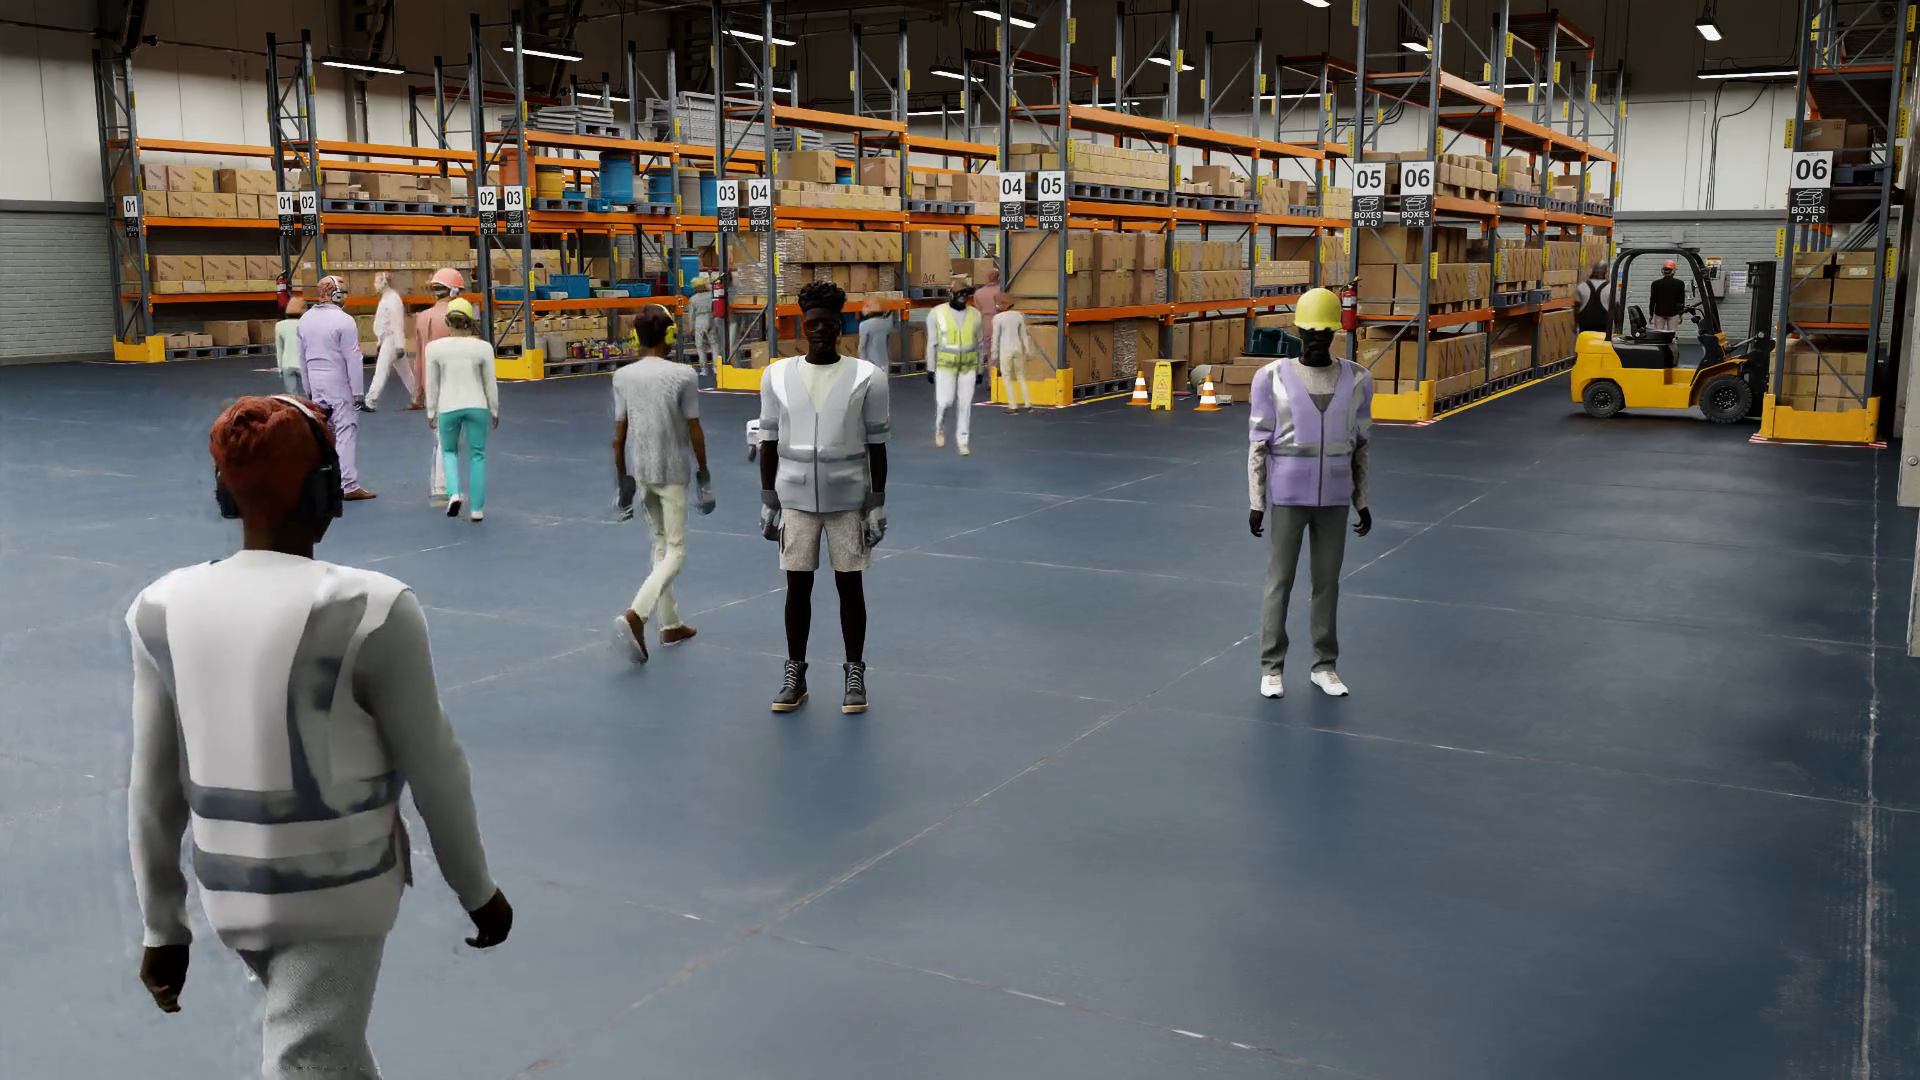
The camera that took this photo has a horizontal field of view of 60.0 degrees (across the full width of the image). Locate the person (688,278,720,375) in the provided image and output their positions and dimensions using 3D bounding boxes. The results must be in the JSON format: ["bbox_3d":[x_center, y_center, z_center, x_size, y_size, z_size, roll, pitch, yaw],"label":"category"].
[{"bbox_3d":[-4.391,-3.689,28.857,0.643,1.698,0.378,-3,10,-16],"label":"person"}]

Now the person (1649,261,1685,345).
[{"bbox_3d":[13.227,-4.224,31.130,0.609,1.986,0.391,5,11,25],"label":"person"}]

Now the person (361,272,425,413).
[{"bbox_3d":[-7.657,-2.627,22.176,1.008,1.850,0.676,-4,10,-22],"label":"person"}]

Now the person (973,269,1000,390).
[{"bbox_3d":[0.577,-3.284,25.980,0.653,1.890,0.682,6,11,30],"label":"person"}]

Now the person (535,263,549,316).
[{"bbox_3d":[-9.817,-5.540,39.032,0.587,1.920,0.390,6,12,33],"label":"person"}]

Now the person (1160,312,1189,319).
[{"bbox_3d":[4.318,-4.594,33.529,0.639,1.908,0.409,6,11,31],"label":"person"}]

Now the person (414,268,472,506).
[{"bbox_3d":[-4.242,-1.281,13.919,0.659,1.970,0.586,8,13,39],"label":"person"}]

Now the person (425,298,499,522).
[{"bbox_3d":[-3.889,-1.012,13.014,0.544,1.749,0.396,-3,10,-16],"label":"person"}]

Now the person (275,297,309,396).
[{"bbox_3d":[-7.428,-1.915,18.689,0.515,1.621,0.363,0,10,-1],"label":"person"}]

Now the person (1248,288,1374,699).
[{"bbox_3d":[1.649,-0.210,7.806,0.595,1.924,0.375,-1,10,-6],"label":"person"}]

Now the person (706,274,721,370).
[{"bbox_3d":[-4.347,-3.927,30.066,0.546,1.748,0.451,10,14,44],"label":"person"}]

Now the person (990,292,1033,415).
[{"bbox_3d":[0.645,-2.447,21.819,0.537,1.604,0.404,-7,12,-37],"label":"person"}]

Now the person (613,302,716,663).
[{"bbox_3d":[-1.575,-0.303,8.611,0.526,1.844,0.797,4,11,24],"label":"person"}]

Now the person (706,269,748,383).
[{"bbox_3d":[-3.787,-3.496,27.208,0.633,1.884,1.055,4,11,24],"label":"person"}]

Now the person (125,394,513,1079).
[{"bbox_3d":[-1.174,0.649,3.072,0.582,1.830,1.000,3,10,20],"label":"person"}]

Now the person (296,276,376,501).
[{"bbox_3d":[-5.308,-1.288,14.173,0.652,1.906,0.402,5,11,27],"label":"person"}]

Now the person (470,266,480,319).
[{"bbox_3d":[-11.254,-5.428,38.593,0.536,1.852,0.460,6,11,30],"label":"person"}]

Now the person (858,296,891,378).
[{"bbox_3d":[-1.013,-1.987,19.103,0.513,1.621,0.422,-8,13,-40],"label":"person"}]

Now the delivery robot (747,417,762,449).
[{"bbox_3d":[-1.887,-1.139,16.977,0.477,0.478,0.707,4,10,20],"label":"delivery robot"}]

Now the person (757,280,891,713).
[{"bbox_3d":[-0.623,-0.188,7.559,0.610,1.964,0.364,1,10,5],"label":"person"}]

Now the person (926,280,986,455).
[{"bbox_3d":[-0.038,-1.801,17.402,0.640,1.828,0.480,-2,10,-14],"label":"person"}]

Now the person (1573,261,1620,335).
[{"bbox_3d":[10.549,-3.636,27.529,0.704,2.000,1.024,5,11,28],"label":"person"}]
